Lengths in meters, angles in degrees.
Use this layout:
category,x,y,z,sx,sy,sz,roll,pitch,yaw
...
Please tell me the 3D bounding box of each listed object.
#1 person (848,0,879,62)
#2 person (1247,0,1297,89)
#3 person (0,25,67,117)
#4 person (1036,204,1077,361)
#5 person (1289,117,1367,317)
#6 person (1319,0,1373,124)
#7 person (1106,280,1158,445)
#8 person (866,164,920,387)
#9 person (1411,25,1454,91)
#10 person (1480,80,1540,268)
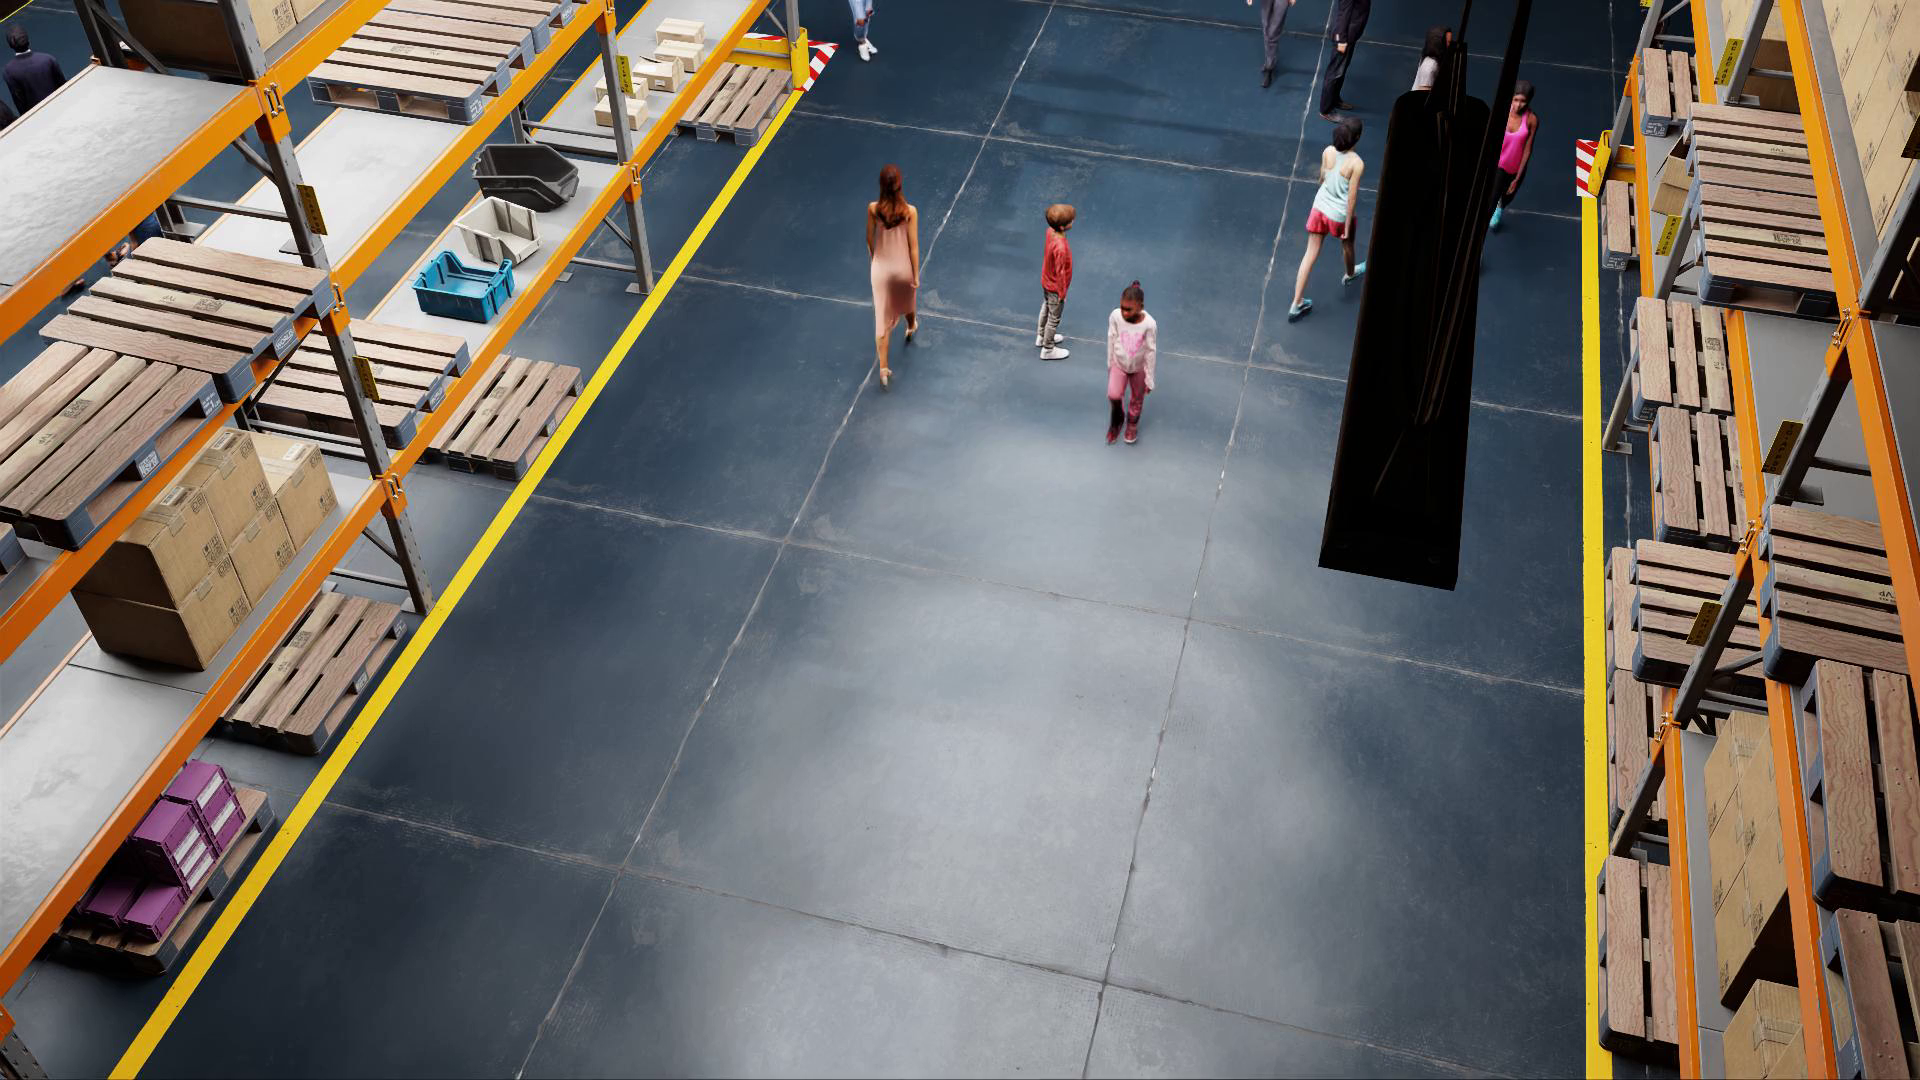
category,x,y,z,sx,sy,sz,roll,pitch,yaw
person,-1.075,-5.750,17.117,0.814,1.614,0.881,-27,50,-25
person,3.200,-5.553,16.810,0.731,1.753,0.905,23,48,22
person,-8.199,-3.817,15.007,0.676,1.726,0.769,-29,51,-27
person,0.755,-2.096,13.426,0.645,1.415,0.536,-9,44,-9
person,3.031,-2.640,13.785,1.006,1.708,1.271,34,53,30
person,3.768,-4.994,16.179,0.800,1.815,0.616,20,47,20
person,1.320,-1.394,12.672,0.563,1.439,0.559,11,45,12
person,-0.554,-2.036,13.100,0.672,1.778,1.124,7,44,7
person,4.241,-3.955,15.237,0.682,1.607,0.579,9,44,9
person,4.763,-3.257,14.453,0.593,1.680,1.185,15,46,15
